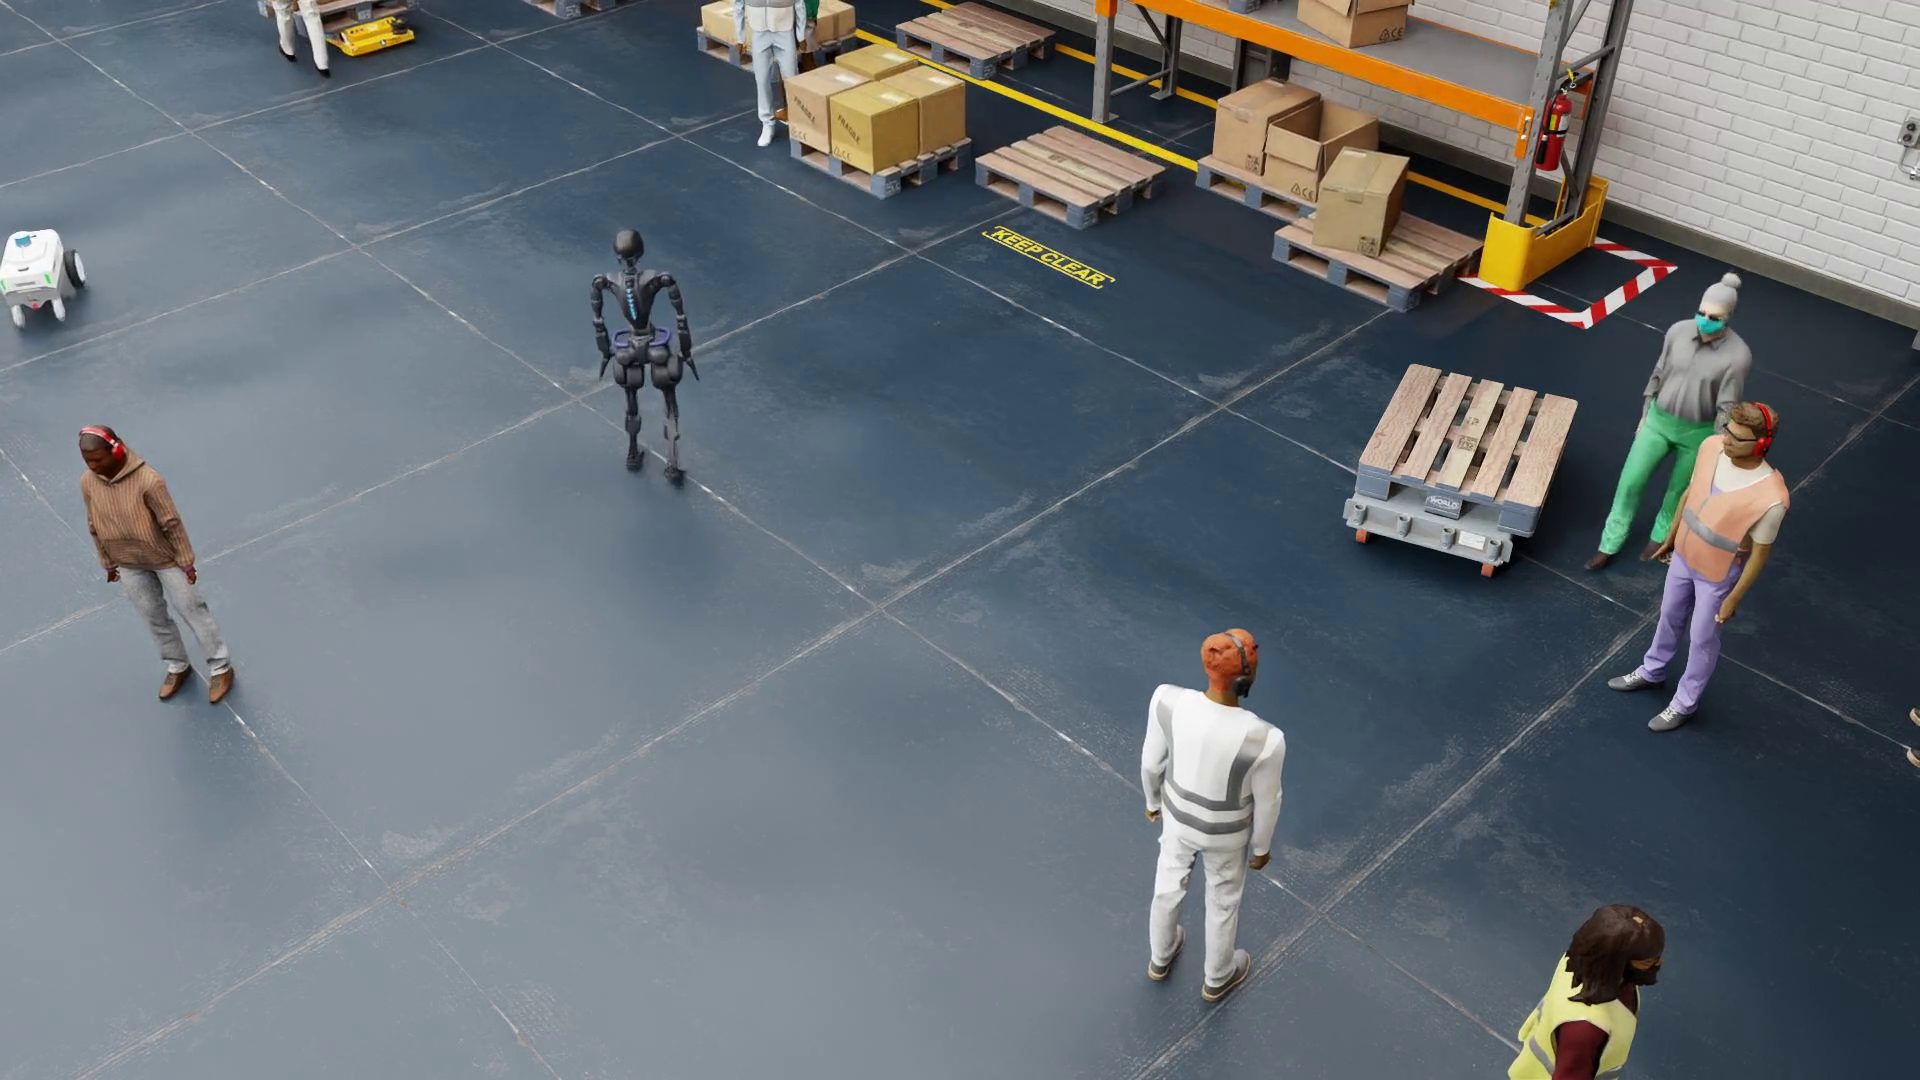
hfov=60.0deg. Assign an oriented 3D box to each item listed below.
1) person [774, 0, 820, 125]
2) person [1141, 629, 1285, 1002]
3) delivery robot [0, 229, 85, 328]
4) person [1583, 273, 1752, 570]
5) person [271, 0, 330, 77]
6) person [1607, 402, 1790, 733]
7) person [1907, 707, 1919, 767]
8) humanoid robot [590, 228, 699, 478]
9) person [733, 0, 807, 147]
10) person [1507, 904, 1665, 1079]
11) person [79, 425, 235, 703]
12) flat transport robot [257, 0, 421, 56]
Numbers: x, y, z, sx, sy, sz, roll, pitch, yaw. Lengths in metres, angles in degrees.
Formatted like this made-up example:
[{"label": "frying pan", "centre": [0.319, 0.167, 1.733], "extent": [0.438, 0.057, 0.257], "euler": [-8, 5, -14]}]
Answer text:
[{"label": "person", "centre": [-1.418, -4.439, 14.100], "extent": [0.494, 1.850, 0.397], "euler": [-13, 39, -16]}, {"label": "person", "centre": [0.997, 1.126, 6.705], "extent": [0.572, 1.881, 0.358], "euler": [21, 42, 25]}, {"label": "delivery robot", "centre": [-6.572, -1.904, 11.807], "extent": [0.499, 0.583, 0.767], "euler": [-11, 39, -15]}, {"label": "person", "centre": [3.871, -0.574, 9.002], "extent": [0.534, 1.817, 0.756], "euler": [30, 46, 33]}, {"label": "person", "centre": [-6.120, -5.153, 15.139], "extent": [0.561, 1.740, 0.863], "euler": [-23, 43, -27]}, {"label": "person", "centre": [3.630, 0.125, 8.059], "extent": [0.390, 1.846, 0.565], "euler": [-11, 38, -14]}, {"label": "person", "centre": [4.929, 0.291, 7.745], "extent": [0.374, 1.962, 0.605], "euler": [20, 41, 24]}, {"label": "humanoid robot", "centre": [-1.858, -1.087, 9.800], "extent": [0.597, 1.649, 0.439], "euler": [0, 37, -1]}, {"label": "person", "centre": [-1.559, -4.194, 13.730], "extent": [0.601, 1.906, 0.414], "euler": [0, 37, 0]}, {"label": "person", "centre": [2.101, 1.890, 5.787], "extent": [0.377, 1.768, 0.465], "euler": [16, 40, 20]}, {"label": "person", "centre": [-4.011, 0.102, 8.256], "extent": [0.478, 1.642, 0.325], "euler": [2, 37, 3]}, {"label": "flat transport robot", "centre": [-6.008, -5.065, 16.239], "extent": [1.431, 0.231, 0.659], "euler": [31, 47, 34]}]
